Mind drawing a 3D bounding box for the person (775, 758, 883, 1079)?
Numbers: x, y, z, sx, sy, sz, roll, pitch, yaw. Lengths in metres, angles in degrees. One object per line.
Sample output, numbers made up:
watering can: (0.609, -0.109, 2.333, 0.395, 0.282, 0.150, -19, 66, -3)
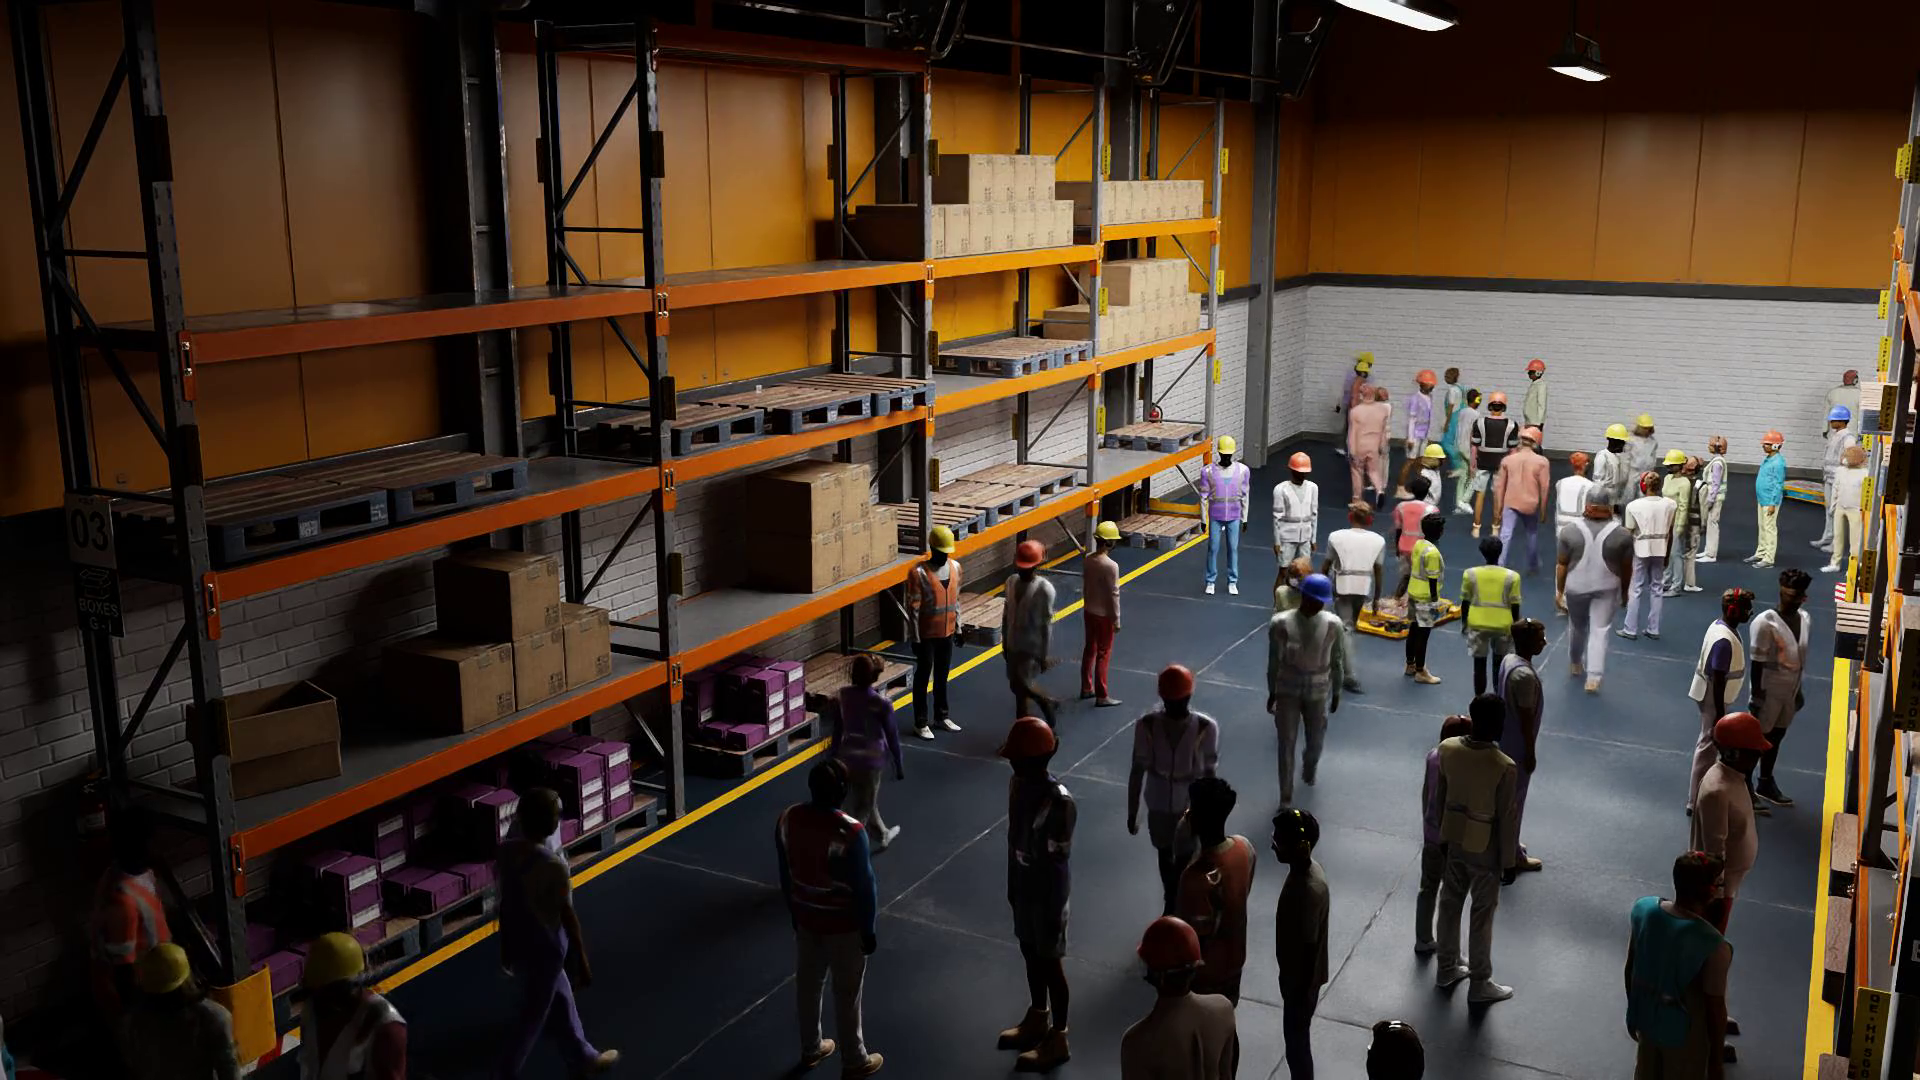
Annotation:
person: (-0.705, 2.089, 9.206, 0.624, 1.844, 0.429, 8, 15, 32)

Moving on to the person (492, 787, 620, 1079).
person: (-2.249, 2.191, 8.858, 0.527, 1.802, 0.970, 11, 16, 39)

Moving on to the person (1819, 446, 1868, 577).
person: (11.026, -0.358, 20.663, 0.308, 1.620, 0.569, -6, 14, -24)

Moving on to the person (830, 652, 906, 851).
person: (-0.628, 1.590, 11.986, 0.539, 1.596, 0.840, 10, 16, 38)

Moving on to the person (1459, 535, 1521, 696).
person: (4.884, 0.794, 15.375, 0.544, 1.668, 0.631, 4, 13, 16)

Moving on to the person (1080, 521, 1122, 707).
person: (1.348, 0.687, 15.673, 0.341, 1.759, 0.530, -7, 14, -28)

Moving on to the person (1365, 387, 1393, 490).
person: (6.598, -1.591, 26.137, 0.310, 1.640, 0.514, 12, 17, 43)

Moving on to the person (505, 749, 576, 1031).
person: (-2.481, 2.041, 9.766, 0.317, 1.694, 0.532, 2, 13, 9)

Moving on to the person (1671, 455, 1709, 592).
person: (8.698, -0.195, 19.888, 0.307, 1.641, 0.511, -8, 15, -31)

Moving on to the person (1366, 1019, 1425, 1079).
person: (1.657, 2.717, 6.408, 0.505, 1.839, 0.349, -1, 13, -4)

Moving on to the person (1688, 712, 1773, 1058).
person: (4.359, 1.940, 9.528, 0.378, 1.995, 0.609, 7, 14, 29)

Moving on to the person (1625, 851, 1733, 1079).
person: (3.403, 2.367, 7.960, 0.374, 1.840, 0.569, -5, 14, -22)

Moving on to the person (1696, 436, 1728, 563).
person: (9.673, -0.524, 21.361, 0.307, 1.641, 0.514, 6, 14, 23)

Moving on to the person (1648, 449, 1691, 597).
person: (8.406, -0.200, 19.652, 0.335, 1.760, 0.523, -1, 13, -5)

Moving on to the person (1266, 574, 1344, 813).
person: (2.721, 1.172, 13.162, 0.598, 1.916, 0.613, 2, 13, 9)

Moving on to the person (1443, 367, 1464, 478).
person: (8.100, -1.924, 27.229, 0.406, 1.826, 0.609, 7, 14, 29)

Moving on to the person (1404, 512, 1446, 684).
person: (4.579, 0.563, 16.375, 0.322, 1.692, 0.533, -1, 13, -2)

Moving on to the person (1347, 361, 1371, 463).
person: (6.854, -2.191, 28.564, 0.335, 1.759, 0.515, 7, 15, 30)

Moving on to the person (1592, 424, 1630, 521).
person: (8.022, -0.490, 20.594, 0.409, 1.918, 0.584, 11, 17, 41)

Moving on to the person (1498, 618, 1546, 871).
person: (4.041, 1.459, 12.018, 0.345, 1.846, 0.508, 0, 13, -1)

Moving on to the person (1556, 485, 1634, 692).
person: (6.173, 0.423, 16.217, 0.689, 2.000, 1.019, 5, 14, 23)

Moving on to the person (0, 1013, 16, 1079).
person: (-4.212, 2.587, 7.008, 0.429, 1.831, 0.637, 3, 13, 13)

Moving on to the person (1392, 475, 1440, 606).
person: (5.038, 0.123, 18.382, 0.387, 1.685, 0.534, -11, 17, -41)

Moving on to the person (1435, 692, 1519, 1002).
person: (3.124, 1.851, 10.096, 0.392, 1.920, 0.589, -8, 15, -31)

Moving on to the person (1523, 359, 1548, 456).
person: (9.226, -1.910, 26.762, 0.376, 1.995, 0.609, 1, 13, 3)

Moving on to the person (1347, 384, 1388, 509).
person: (5.996, -1.352, 24.492, 0.655, 1.891, 0.588, -3, 13, -14)

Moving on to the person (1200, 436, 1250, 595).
person: (3.128, -0.287, 19.686, 0.581, 1.919, 0.401, 0, 13, 0)

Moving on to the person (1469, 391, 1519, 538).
person: (7.261, -1.011, 22.678, 0.611, 2.030, 0.409, 3, 13, 14)

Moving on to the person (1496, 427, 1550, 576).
person: (6.887, -0.421, 20.345, 0.630, 1.882, 1.147, 8, 15, 33)

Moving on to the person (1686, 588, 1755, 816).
person: (5.883, 1.260, 12.942, 0.392, 1.836, 0.561, 6, 14, 25)

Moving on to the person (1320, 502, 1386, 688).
person: (3.861, 0.523, 16.345, 0.613, 1.797, 0.948, -1, 13, -6)

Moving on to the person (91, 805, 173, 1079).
person: (-4.156, 2.229, 8.367, 0.414, 1.946, 0.794, -6, 14, -23)

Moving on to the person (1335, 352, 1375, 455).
person: (6.973, -2.375, 29.164, 0.598, 1.849, 0.957, -9, 15, -34)

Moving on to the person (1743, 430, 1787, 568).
person: (10.240, -0.524, 21.103, 0.330, 1.751, 0.564, 2, 13, 7)

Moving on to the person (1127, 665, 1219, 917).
person: (1.361, 1.723, 10.745, 0.559, 1.887, 0.911, 4, 13, 17)

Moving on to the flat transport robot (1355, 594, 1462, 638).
flat transport robot: (4.945, 0.811, 18.472, 1.431, 0.197, 0.652, -12, 17, -43)

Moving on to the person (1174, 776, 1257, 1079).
person: (1.283, 2.162, 8.600, 0.368, 1.966, 0.602, 9, 15, 34)

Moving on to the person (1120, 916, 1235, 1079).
person: (0.871, 2.517, 6.943, 0.623, 1.992, 0.397, -10, 16, -37)

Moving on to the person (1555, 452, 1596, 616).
person: (6.941, -0.060, 18.809, 0.468, 1.850, 0.608, -7, 15, -30)

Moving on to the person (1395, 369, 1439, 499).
person: (6.996, -1.606, 25.378, 0.571, 2.017, 0.621, 11, 17, 40)

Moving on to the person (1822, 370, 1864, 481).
person: (13.908, -1.727, 26.143, 0.401, 1.906, 0.649, -11, 17, -40)

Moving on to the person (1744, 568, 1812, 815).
person: (6.416, 1.166, 13.059, 0.609, 1.963, 0.368, -7, 14, -28)

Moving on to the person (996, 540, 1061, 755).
person: (0.626, 0.895, 14.432, 0.744, 1.904, 0.556, -12, 17, -42)

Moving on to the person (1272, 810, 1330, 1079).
person: (1.702, 2.247, 8.468, 0.333, 1.860, 0.509, 1, 13, 5)

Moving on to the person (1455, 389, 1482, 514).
person: (7.440, -1.278, 24.288, 0.448, 1.835, 0.607, -3, 13, -14)

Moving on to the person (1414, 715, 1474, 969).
person: (3.098, 1.896, 10.534, 0.314, 1.636, 0.516, -4, 13, -18)

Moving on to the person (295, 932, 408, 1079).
person: (-2.602, 2.530, 7.315, 0.591, 1.814, 0.776, 6, 14, 26)

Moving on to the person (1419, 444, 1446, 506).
person: (5.684, -0.304, 20.141, 0.313, 1.744, 0.487, 8, 15, 31)

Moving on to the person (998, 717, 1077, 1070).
person: (0.411, 1.965, 9.341, 0.409, 2.035, 0.601, -7, 14, -27)

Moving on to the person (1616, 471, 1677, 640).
person: (7.345, 0.178, 17.780, 0.560, 1.836, 0.394, -1, 13, -6)

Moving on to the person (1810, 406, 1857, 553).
person: (11.559, -0.807, 21.936, 0.402, 1.943, 0.608, 2, 13, 7)

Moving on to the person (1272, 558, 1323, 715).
person: (3.048, 0.931, 14.919, 0.499, 1.612, 0.645, 11, 17, 40)

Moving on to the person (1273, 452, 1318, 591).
person: (3.734, -0.027, 18.493, 0.538, 1.928, 0.384, -4, 13, -15)

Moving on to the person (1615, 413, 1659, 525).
person: (9.338, -0.915, 22.944, 0.484, 1.719, 0.701, -1, 13, -3)

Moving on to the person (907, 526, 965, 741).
person: (-0.200, 0.807, 14.776, 0.584, 1.917, 0.383, -11, 16, -39)

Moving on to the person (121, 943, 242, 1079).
person: (-3.430, 2.542, 7.440, 0.491, 1.720, 0.538, 1, 13, 3)
